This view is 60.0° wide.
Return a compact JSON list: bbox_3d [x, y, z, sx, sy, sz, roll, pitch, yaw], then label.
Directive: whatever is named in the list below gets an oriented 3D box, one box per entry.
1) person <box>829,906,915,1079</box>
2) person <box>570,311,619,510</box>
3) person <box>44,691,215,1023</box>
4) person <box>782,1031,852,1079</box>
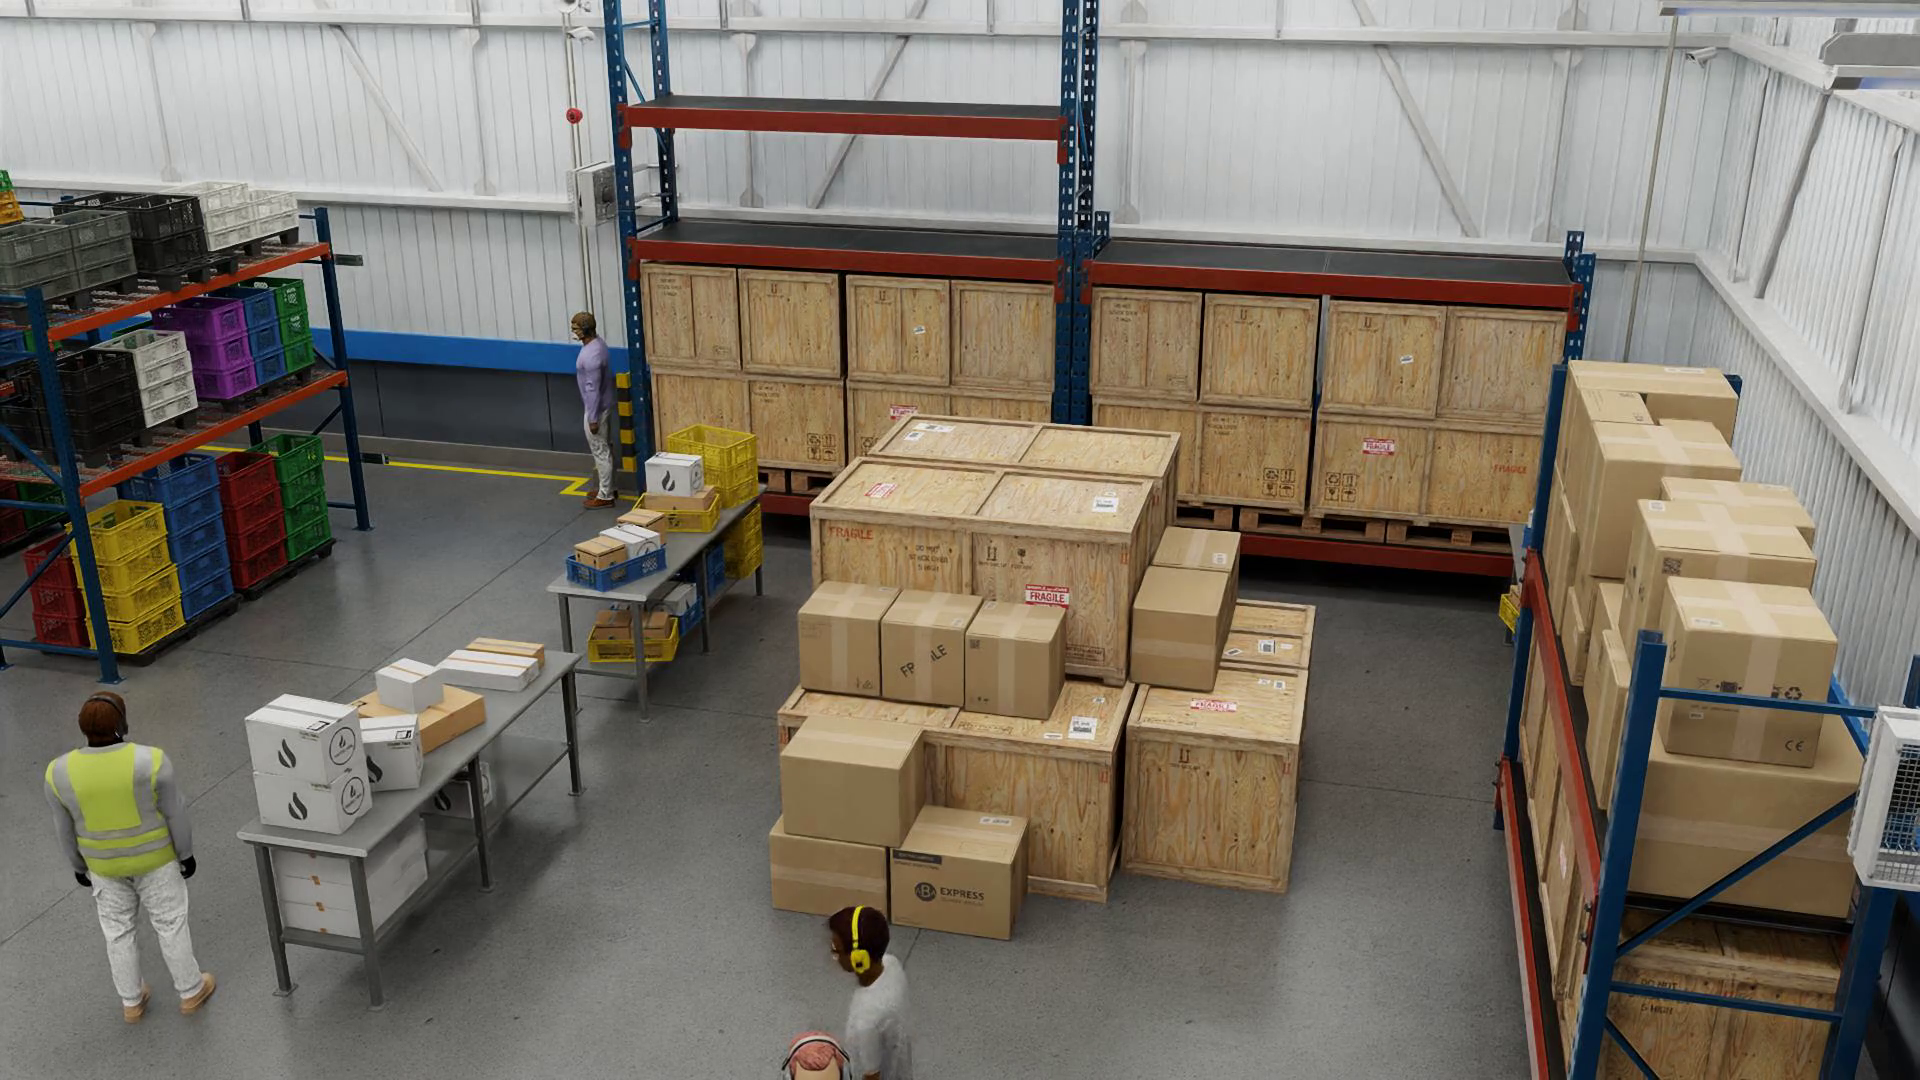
[{"bbox_3d":[-0.357,2.313,6.768,0.345,1.852,0.527,2,21,6],"label":"person"},{"bbox_3d":[-3.501,-1.254,15.985,0.374,1.933,0.625,-2,21,-6],"label":"person"},{"bbox_3d":[-4.258,1.628,8.563,0.621,1.845,0.429,-4,21,-10],"label":"person"},{"bbox_3d":[-0.493,2.586,5.968,0.643,1.909,0.410,-6,22,-15],"label":"person"}]
